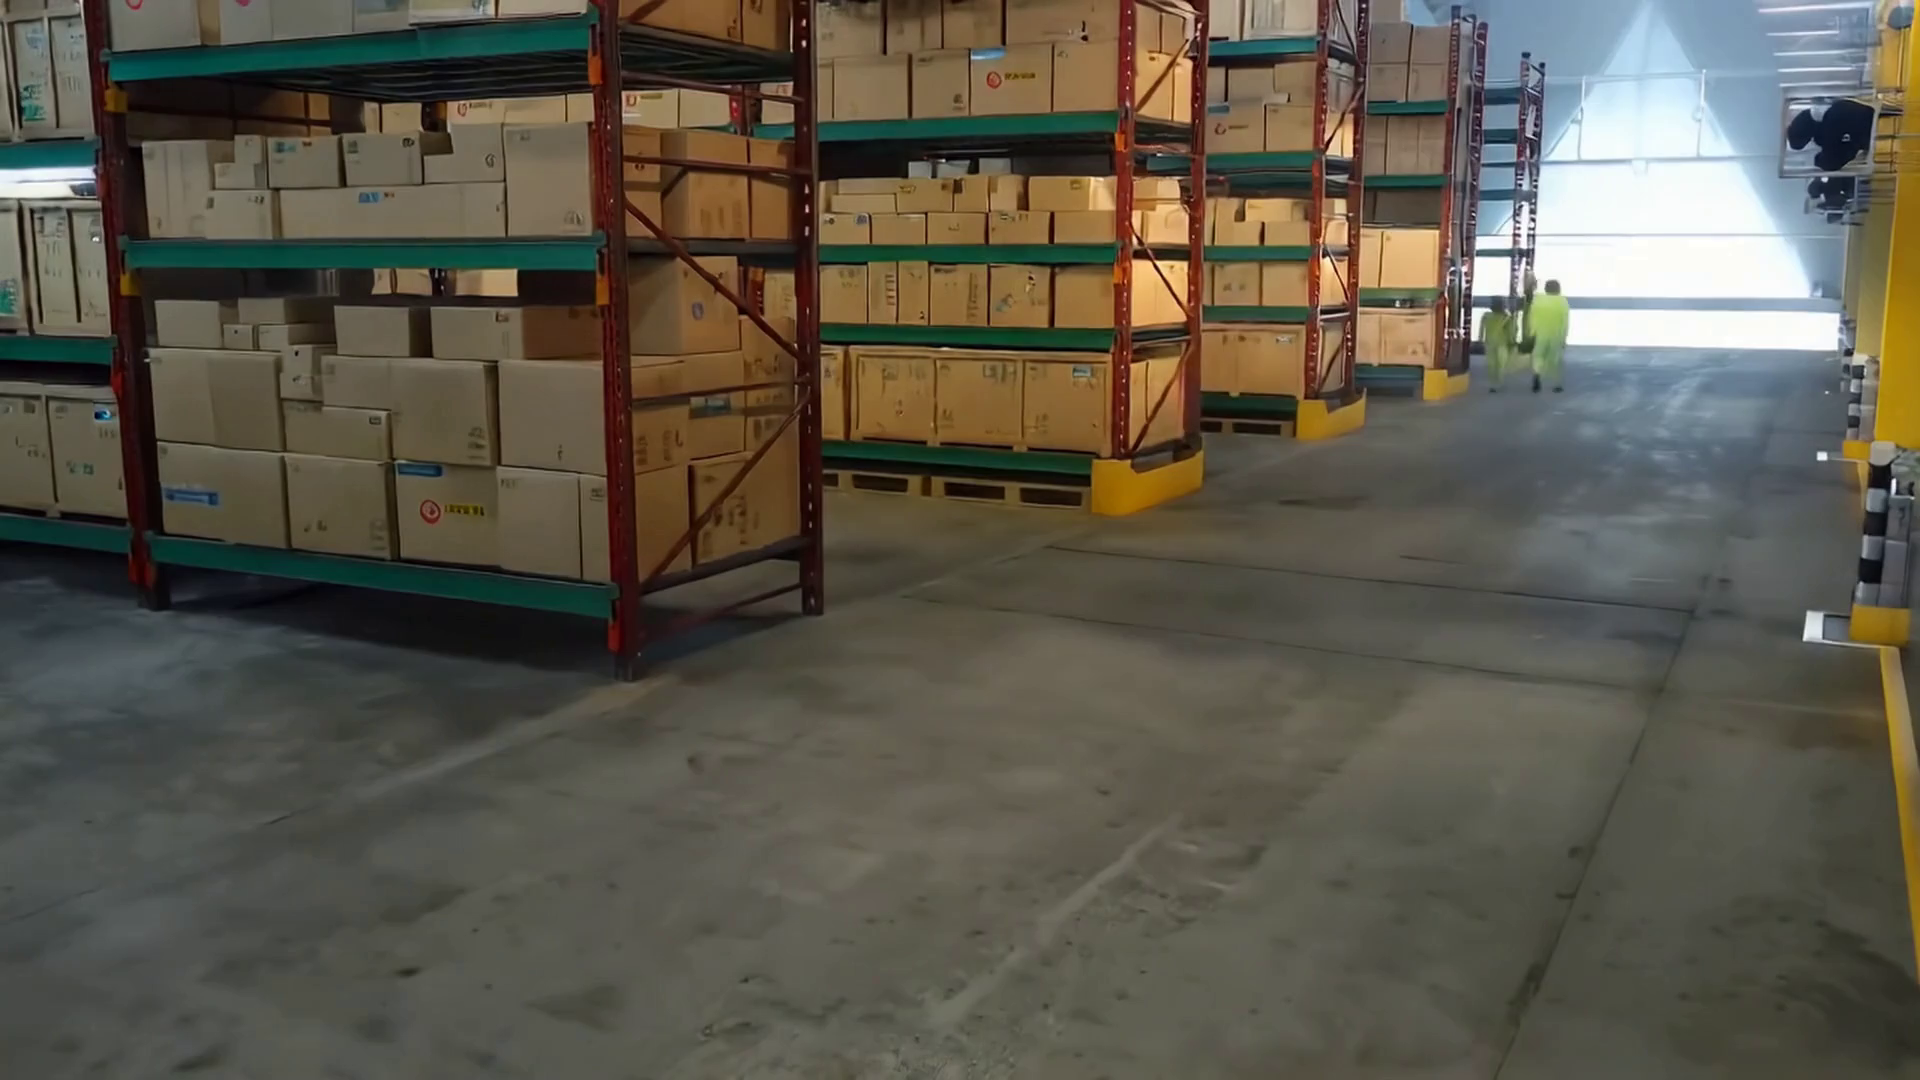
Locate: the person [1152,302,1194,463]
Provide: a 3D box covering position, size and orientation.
[{"bbox_3d":[2.284,-1.626,17.756,0.587,1.817,0.596,6,12,32],"label":"person"}]

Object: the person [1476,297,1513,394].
[{"bbox_3d":[8.848,-3.215,27.513,0.549,1.605,0.507,4,11,24],"label":"person"}]

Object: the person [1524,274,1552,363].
[{"bbox_3d":[12.042,-4.583,34.602,0.691,1.907,0.569,7,12,35],"label":"person"}]

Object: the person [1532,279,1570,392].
[{"bbox_3d":[9.823,-3.400,27.748,0.635,1.907,0.892,7,12,36],"label":"person"}]
